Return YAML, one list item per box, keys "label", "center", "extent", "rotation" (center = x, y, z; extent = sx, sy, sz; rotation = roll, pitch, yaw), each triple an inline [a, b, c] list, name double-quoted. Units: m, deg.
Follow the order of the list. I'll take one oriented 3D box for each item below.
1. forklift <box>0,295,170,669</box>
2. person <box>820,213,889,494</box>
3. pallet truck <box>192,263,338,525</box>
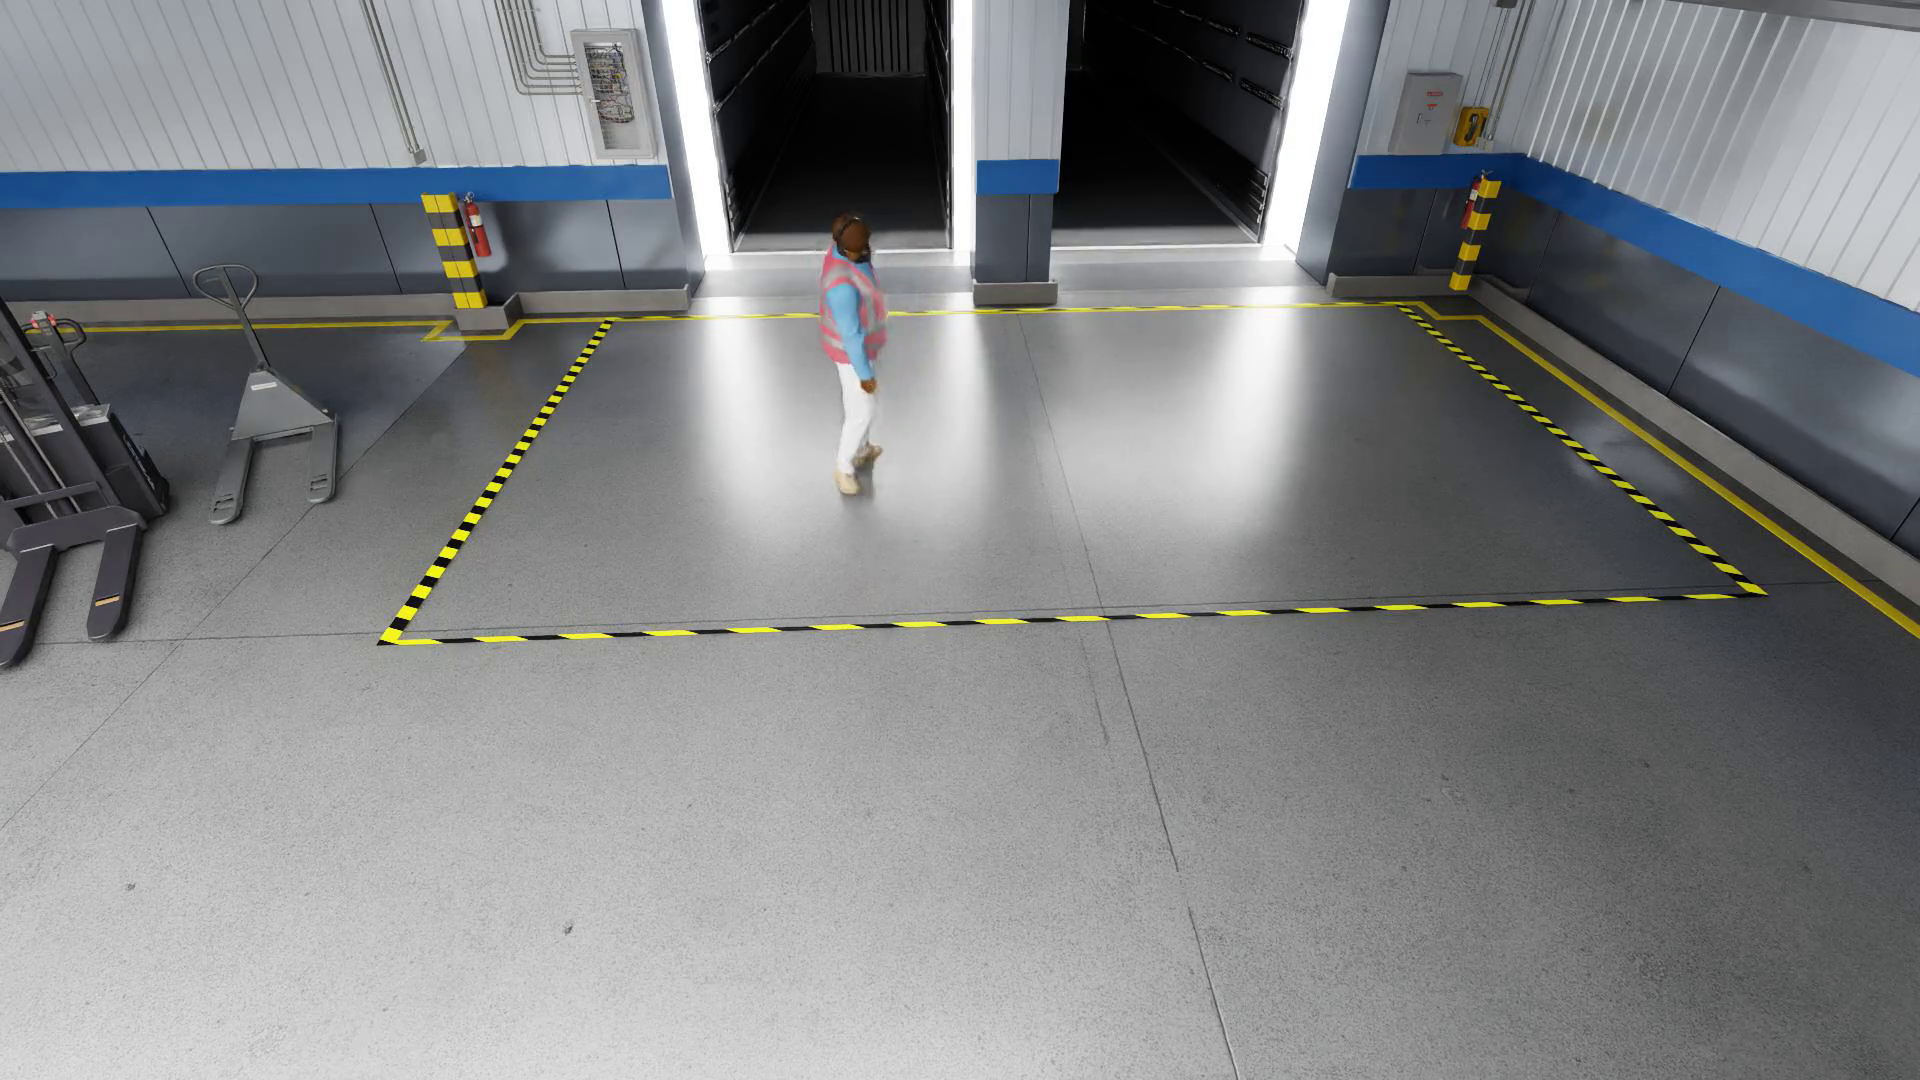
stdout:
- label: "forklift"
  center: [-5.212, -0.618, 4.878]
  extent: [0.823, 1.965, 1.885]
  rotation: [-20, 39, -26]
- label: "person"
  center: [-0.662, -1.197, 5.887]
  extent: [0.432, 1.801, 0.694]
  rotation: [-3, 35, -4]
- label: "pallet truck"
  center: [-4.778, -1.027, 6.128]
  extent: [0.680, 1.201, 1.601]
  rotation: [-17, 38, -23]
